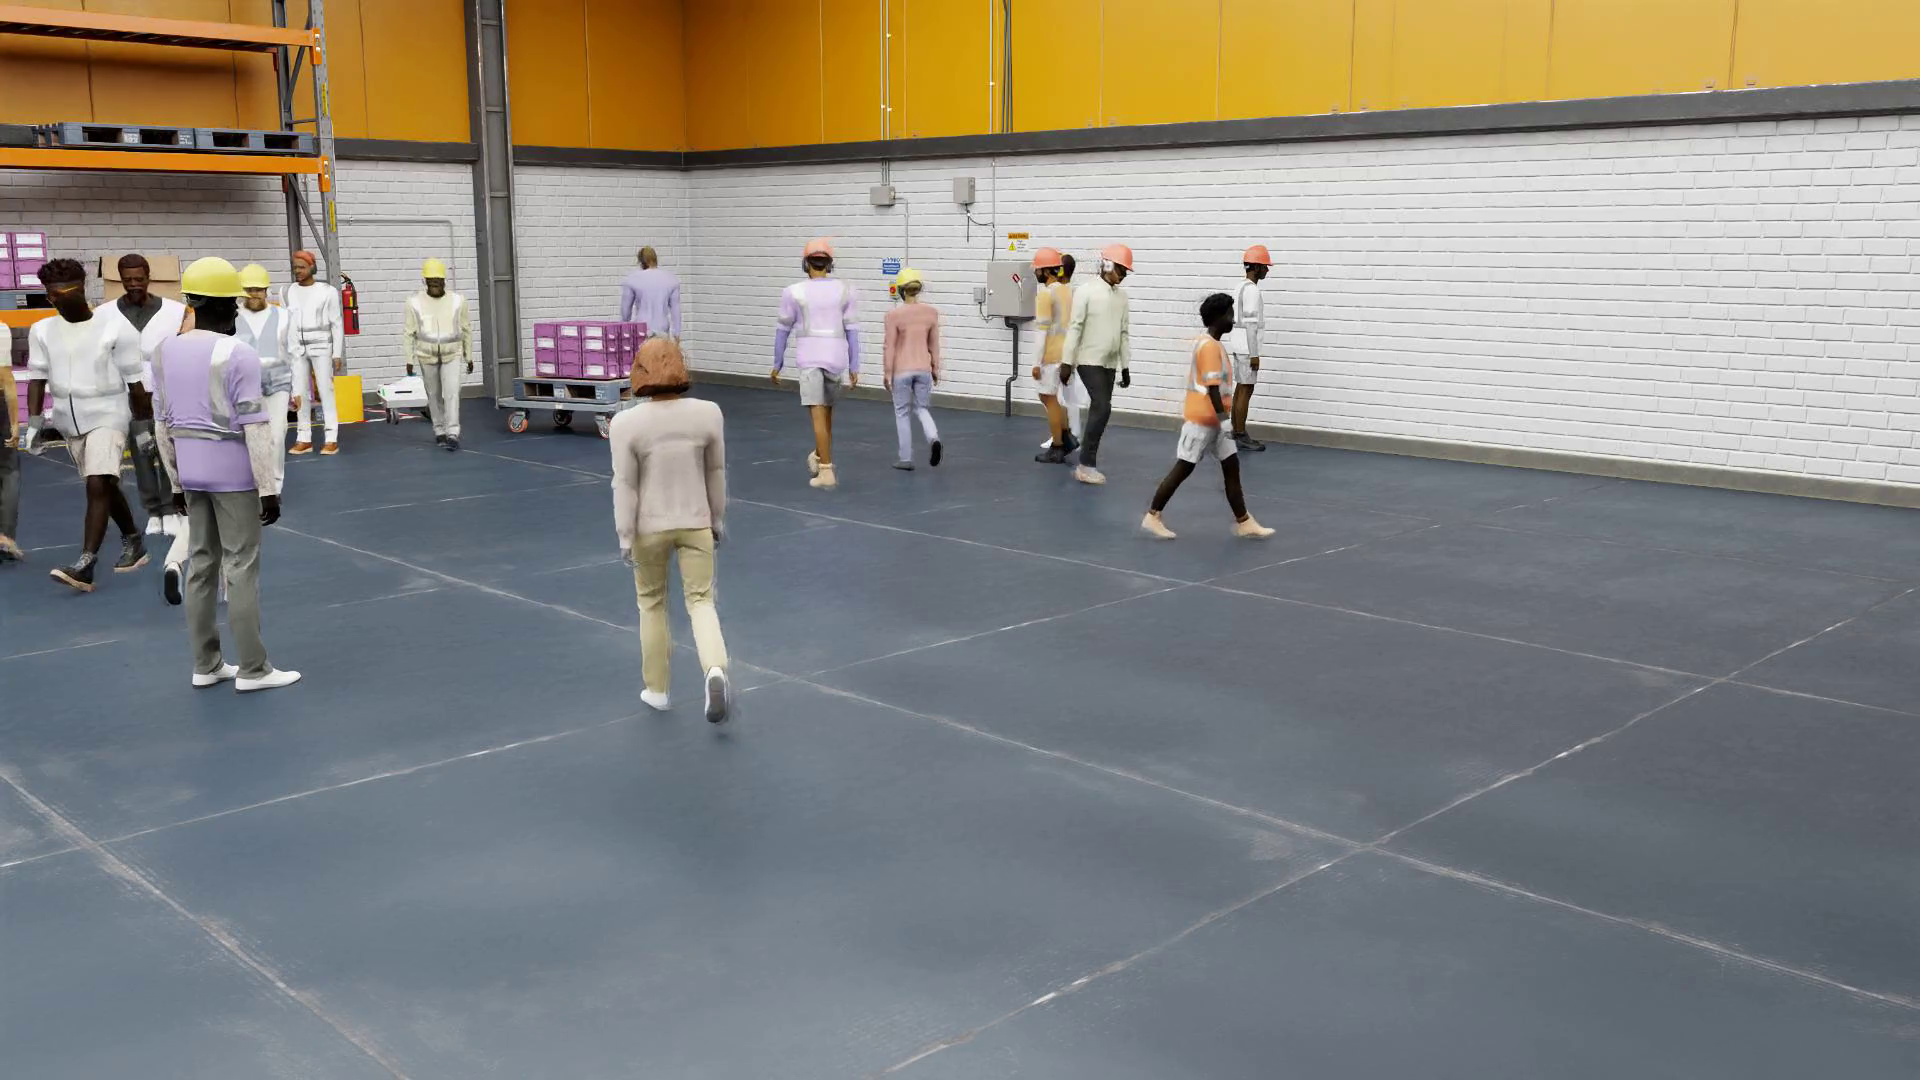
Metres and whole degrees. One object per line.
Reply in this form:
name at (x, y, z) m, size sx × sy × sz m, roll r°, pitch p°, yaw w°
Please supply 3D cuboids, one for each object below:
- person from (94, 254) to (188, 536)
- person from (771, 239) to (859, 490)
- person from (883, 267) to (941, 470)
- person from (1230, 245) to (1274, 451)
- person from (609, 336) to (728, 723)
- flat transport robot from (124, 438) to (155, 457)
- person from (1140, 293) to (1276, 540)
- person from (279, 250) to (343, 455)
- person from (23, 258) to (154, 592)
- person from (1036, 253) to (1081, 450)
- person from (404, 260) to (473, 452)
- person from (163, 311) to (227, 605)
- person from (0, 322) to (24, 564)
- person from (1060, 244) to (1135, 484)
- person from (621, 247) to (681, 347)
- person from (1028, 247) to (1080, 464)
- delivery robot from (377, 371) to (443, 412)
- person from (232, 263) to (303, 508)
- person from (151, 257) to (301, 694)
person at (-5.464, -0.958, 11.158) m, size 0.619 × 1.892 × 0.593 m, roll -4°, pitch 11°, yaw -19°
person at (-1.180, -1.431, 13.497) m, size 0.650 × 1.972 × 1.053 m, roll -4°, pitch 11°, yaw -20°
person at (-0.398, -1.448, 14.207) m, size 0.540 × 1.749 × 0.530 m, roll -6°, pitch 12°, yaw -30°
person at (2.748, -1.802, 15.680) m, size 0.389 × 1.929 × 0.545 m, roll 0°, pitch 10°, yaw 0°
person at (-1.188, -0.038, 6.917) m, size 0.502 × 1.613 × 0.682 m, roll -4°, pitch 11°, yaw -22°
flat transport robot at (-7.297, -0.961, 15.615) m, size 0.652 × 0.197 × 1.431 m, roll 10°, pitch 14°, yaw 42°
person at (1.623, -0.805, 10.988) m, size 0.880 × 1.655 × 0.540 m, roll 3°, pitch 11°, yaw 17°
person at (-6.000, -1.724, 15.369) m, size 0.584 × 1.883 × 0.337 m, roll 1°, pitch 10°, yaw 4°
person at (-5.062, -0.676, 9.652) m, size 0.603 × 1.894 × 1.078 m, roll 1°, pitch 10°, yaw 3°
person at (0.940, -1.759, 15.647) m, size 0.507 × 1.850 × 0.558 m, roll 6°, pitch 12°, yaw 30°
person at (-4.913, -1.734, 15.678) m, size 0.619 × 1.782 × 0.940 m, roll -3°, pitch 11°, yaw -15°
person at (-4.091, -0.423, 8.980) m, size 0.530 × 1.619 × 0.539 m, roll 1°, pitch 10°, yaw 8°
person at (-5.975, -0.734, 10.144) m, size 0.502 × 1.824 × 0.437 m, roll -2°, pitch 11°, yaw -10°
person at (1.170, -1.420, 13.545) m, size 0.674 × 1.948 × 0.577 m, roll -10°, pitch 14°, yaw -43°
person at (-3.510, -2.375, 18.945) m, size 0.637 × 1.897 × 0.748 m, roll -5°, pitch 12°, yaw -26°
person at (0.810, -1.631, 14.768) m, size 0.422 × 1.918 × 0.582 m, roll 6°, pitch 12°, yaw 30°
delivery robot at (-5.935, -1.593, 18.030) m, size 0.707 × 0.478 × 0.477 m, roll -5°, pitch 12°, yaw -26°
person at (-5.216, -1.149, 12.406) m, size 0.613 × 1.818 × 0.512 m, roll -5°, pitch 11°, yaw -24°
person at (-3.264, -0.278, 7.369) m, size 0.594 × 1.926 × 0.366 m, roll 4°, pitch 11°, yaw 21°
